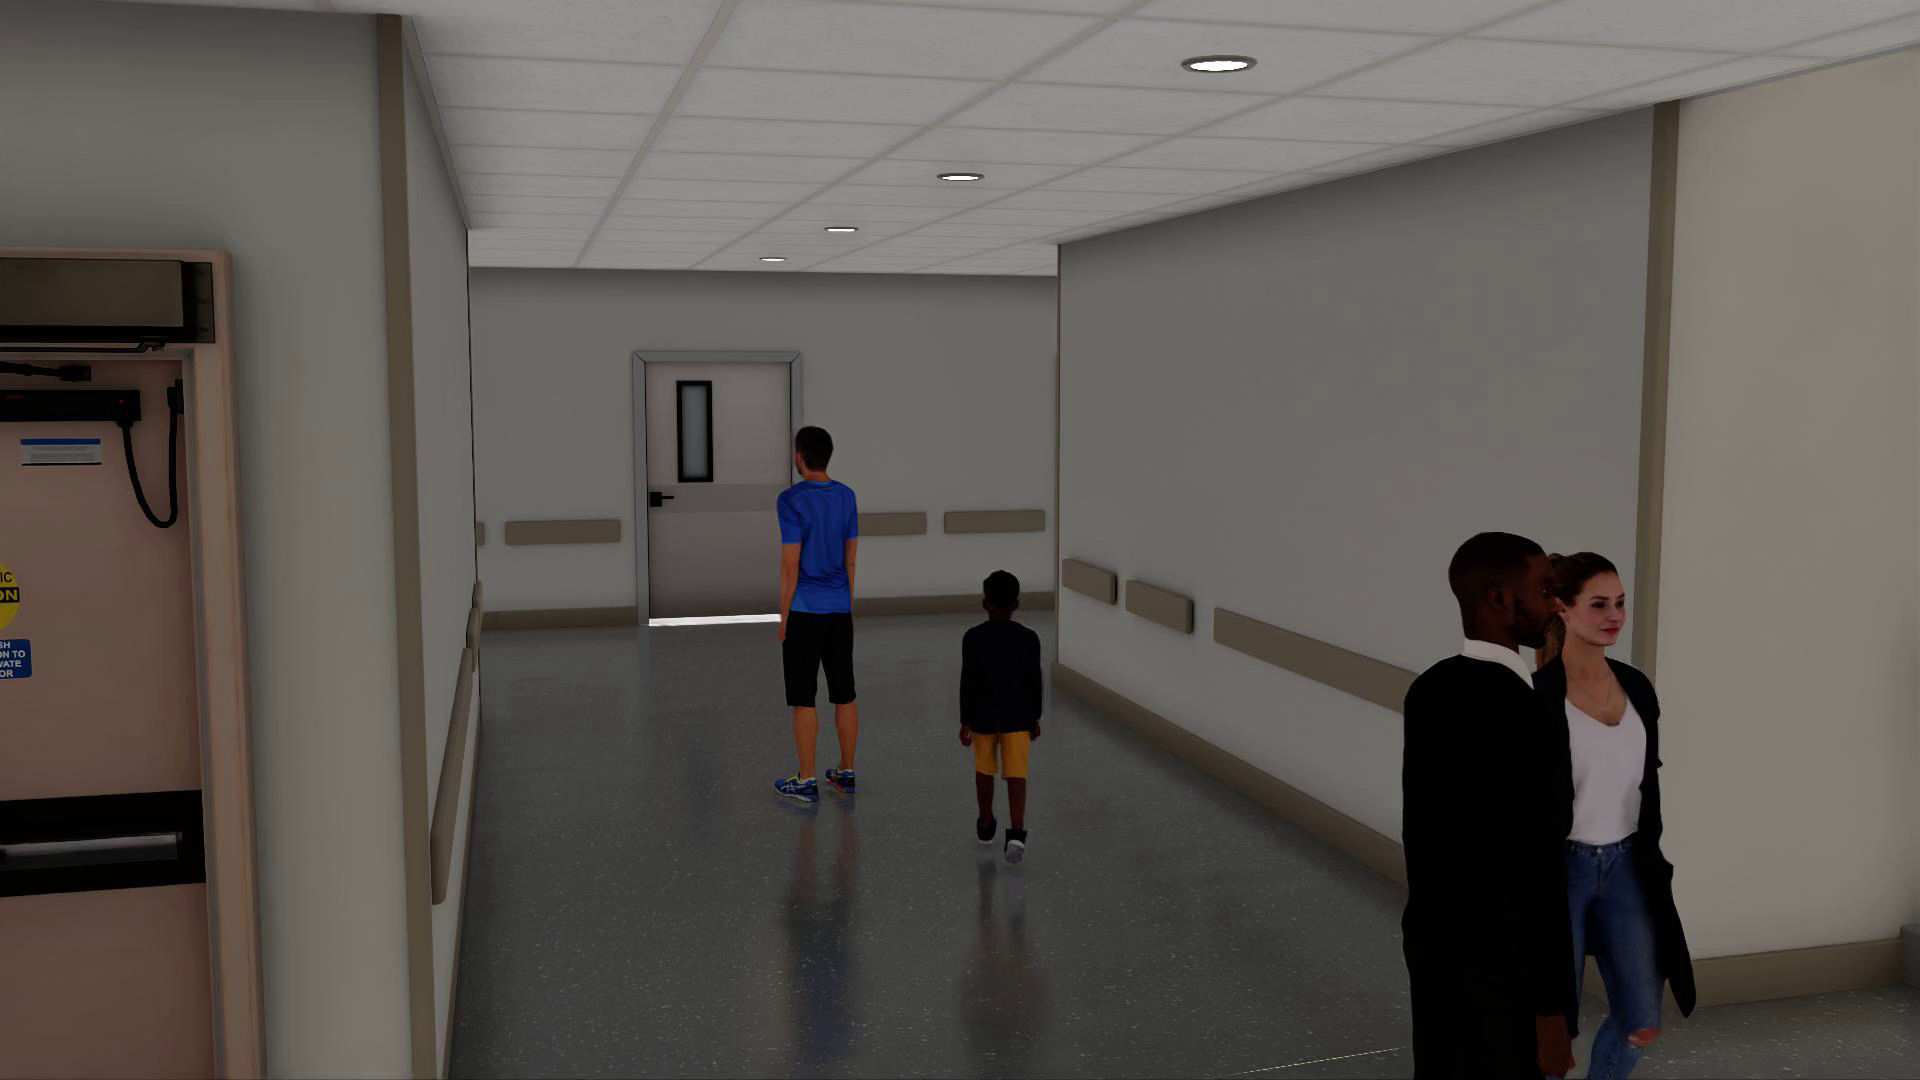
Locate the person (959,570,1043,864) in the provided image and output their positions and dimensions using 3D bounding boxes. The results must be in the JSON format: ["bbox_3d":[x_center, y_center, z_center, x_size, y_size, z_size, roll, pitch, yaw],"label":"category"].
[{"bbox_3d":[0.188,0.778,7.262,0.840,1.255,0.688,0,6,-4],"label":"person"}]

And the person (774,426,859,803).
[{"bbox_3d":[-0.708,0.358,8.359,0.632,1.870,0.751,-5,7,-38],"label":"person"}]

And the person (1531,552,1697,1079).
[{"bbox_3d":[1.552,0.861,4.331,0.606,1.676,0.704,-1,6,-11],"label":"person"}]

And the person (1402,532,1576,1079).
[{"bbox_3d":[1.067,0.880,3.475,0.533,1.809,0.631,-1,6,-13],"label":"person"}]
